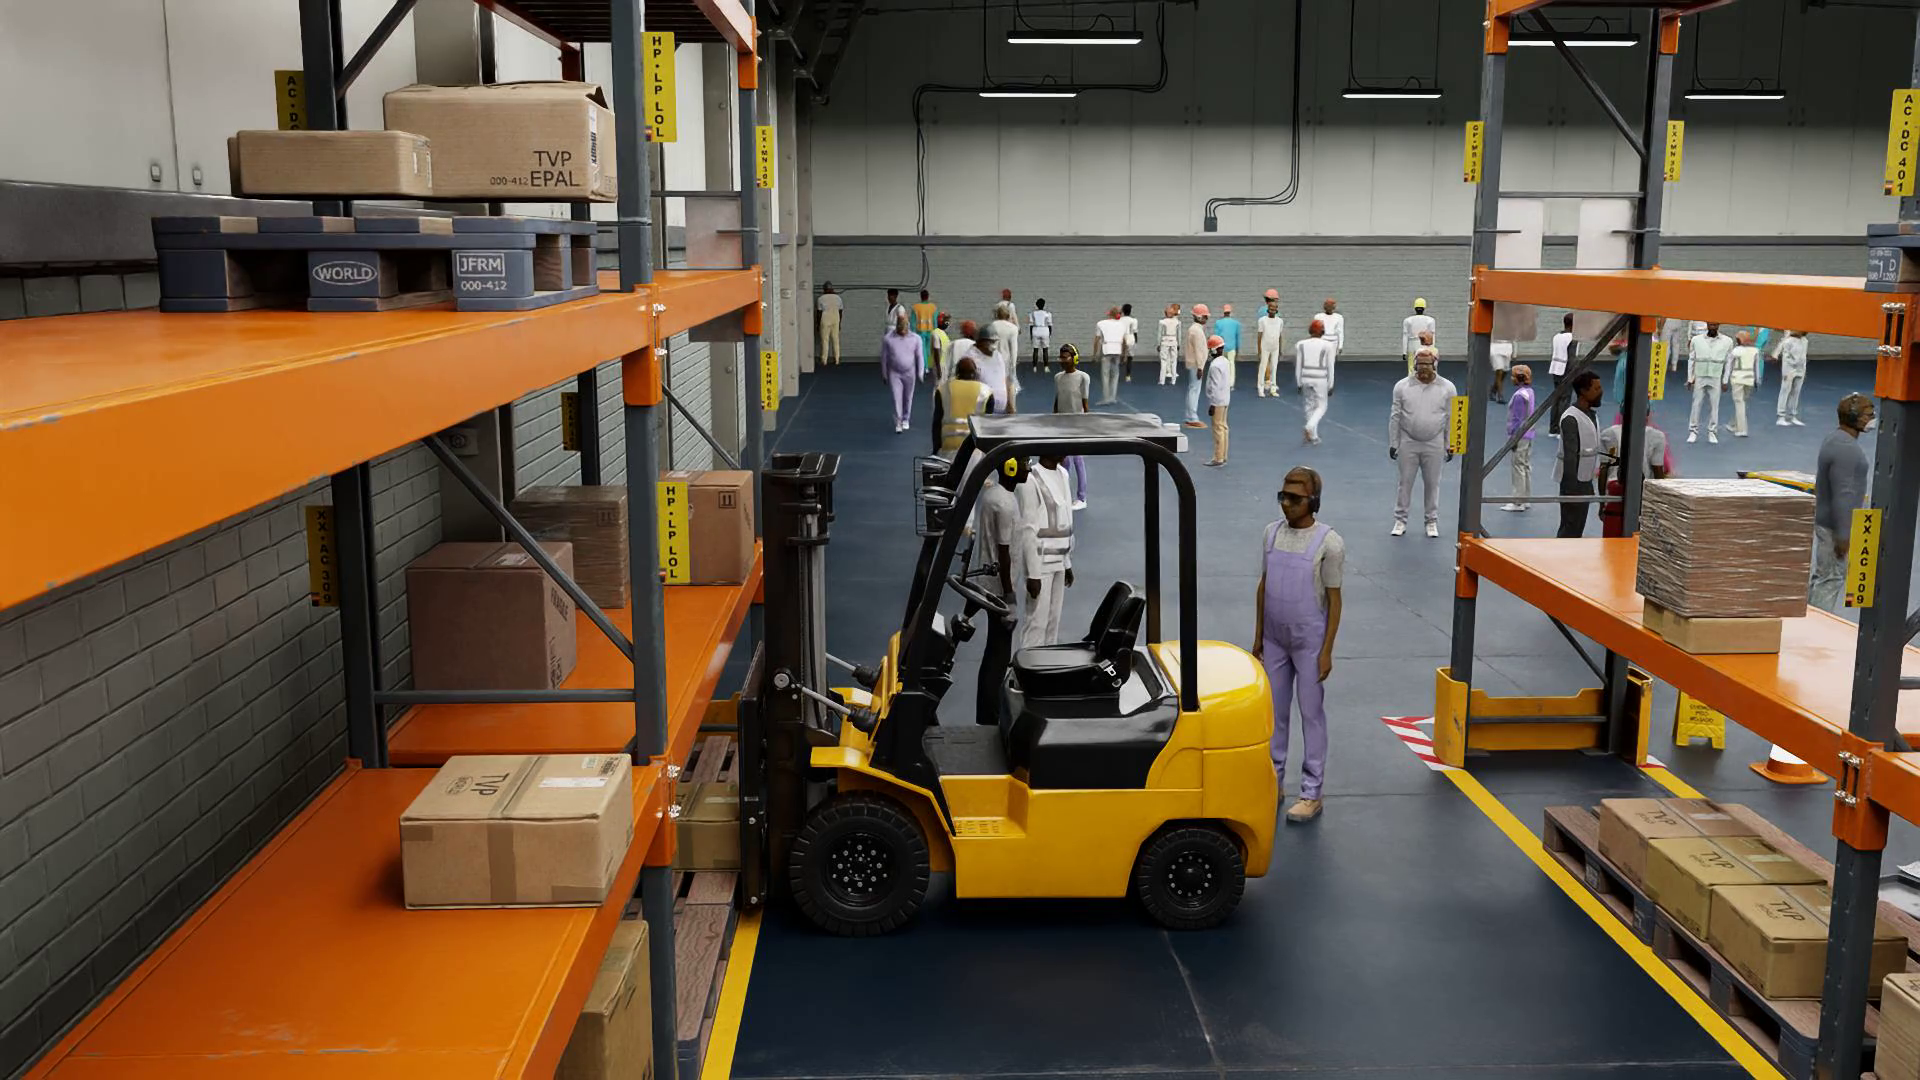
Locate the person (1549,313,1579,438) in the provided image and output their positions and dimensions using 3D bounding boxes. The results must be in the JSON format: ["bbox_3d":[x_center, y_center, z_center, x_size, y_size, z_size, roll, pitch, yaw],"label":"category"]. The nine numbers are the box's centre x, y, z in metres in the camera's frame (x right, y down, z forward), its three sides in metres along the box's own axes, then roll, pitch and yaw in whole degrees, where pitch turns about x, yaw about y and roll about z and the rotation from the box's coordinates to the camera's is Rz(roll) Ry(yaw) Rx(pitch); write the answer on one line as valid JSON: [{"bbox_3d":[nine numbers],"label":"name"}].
[{"bbox_3d":[9.216,-2.504,25.384,0.395,1.911,0.589,-1,10,-7],"label":"person"}]

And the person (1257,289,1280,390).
[{"bbox_3d":[6.242,-4.038,33.557,0.396,2.038,0.615,-4,11,-22],"label":"person"}]

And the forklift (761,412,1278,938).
[{"bbox_3d":[0.291,0.548,7.580,2.313,2.155,1.214,0,10,-2],"label":"forklift"}]

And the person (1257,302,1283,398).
[{"bbox_3d":[5.964,-3.654,31.980,0.505,1.839,0.344,-2,10,-12],"label":"person"}]

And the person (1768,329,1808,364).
[{"bbox_3d":[20.309,-5.236,40.679,1.052,1.894,0.638,0,10,-3],"label":"person"}]

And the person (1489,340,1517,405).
[{"bbox_3d":[10.032,-3.489,30.869,0.548,1.915,0.831,-1,10,-5],"label":"person"}]

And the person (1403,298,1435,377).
[{"bbox_3d":[8.622,-3.577,31.300,0.587,1.928,0.362,2,10,9],"label":"person"}]

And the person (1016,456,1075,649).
[{"bbox_3d":[0.560,0.166,10.573,0.355,1.884,0.575,5,11,25],"label":"person"}]

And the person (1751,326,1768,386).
[{"bbox_3d":[16.585,-4.116,34.572,0.353,1.837,0.511,8,13,39],"label":"person"}]

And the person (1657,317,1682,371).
[{"bbox_3d":[16.435,-4.946,38.613,0.674,2.000,0.535,-5,11,-24],"label":"person"}]

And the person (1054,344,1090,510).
[{"bbox_3d":[1.232,-1.259,18.594,0.503,1.862,0.329,9,13,39],"label":"person"}]

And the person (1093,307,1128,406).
[{"bbox_3d":[2.767,-3.362,30.466,0.654,1.805,0.486,-2,10,-10],"label":"person"}]

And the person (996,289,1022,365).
[{"bbox_3d":[1.181,-5.021,39.548,0.779,1.849,0.594,-7,13,-36],"label":"person"}]

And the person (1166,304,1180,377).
[{"bbox_3d":[4.725,-4.422,36.857,0.280,1.627,0.499,3,11,18],"label":"person"}]

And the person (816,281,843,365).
[{"bbox_3d":[-3.224,-5.293,40.544,0.682,2.000,0.537,-6,12,-31],"label":"person"}]

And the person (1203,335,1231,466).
[{"bbox_3d":[3.420,-1.854,22.198,0.339,1.747,0.564,5,11,24],"label":"person"}]

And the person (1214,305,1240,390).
[{"bbox_3d":[5.414,-3.921,33.836,0.596,1.697,0.912,-1,10,-7],"label":"person"}]

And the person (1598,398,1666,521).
[{"bbox_3d":[5.306,-0.281,13.173,0.508,1.845,0.345,7,12,34],"label":"person"}]

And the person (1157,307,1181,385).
[{"bbox_3d":[4.374,-4.054,34.789,0.524,1.632,0.315,-3,11,-15],"label":"person"}]

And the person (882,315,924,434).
[{"bbox_3d":[-0.898,-2.623,26.226,0.653,1.855,1.023,-1,10,-6],"label":"person"}]

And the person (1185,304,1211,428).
[{"bbox_3d":[3.826,-2.796,26.770,0.401,1.990,0.622,0,10,0],"label":"person"}]

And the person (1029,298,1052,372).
[{"bbox_3d":[1.849,-4.680,38.089,0.536,1.697,0.318,2,10,10],"label":"person"}]

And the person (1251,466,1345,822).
[{"bbox_3d":[1.736,0.532,8.642,0.346,1.847,0.507,-10,14,-43],"label":"person"}]

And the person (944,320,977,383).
[{"bbox_3d":[-0.012,-2.330,24.626,0.600,1.843,0.918,8,13,39],"label":"person"}]

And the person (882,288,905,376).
[{"bbox_3d":[-1.468,-4.582,36.787,0.364,1.967,0.605,-8,13,-37],"label":"person"}]

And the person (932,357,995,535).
[{"bbox_3d":[0.036,-0.976,17.147,0.640,1.806,0.726,0,10,0],"label":"person"}]

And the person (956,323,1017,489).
[{"bbox_3d":[0.348,-1.637,20.182,0.699,2.000,0.643,-10,14,-43],"label":"person"}]

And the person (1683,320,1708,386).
[{"bbox_3d":[15.337,-4.145,34.407,0.384,1.948,0.605,-7,12,-33],"label":"person"}]

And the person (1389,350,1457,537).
[{"bbox_3d":[4.682,-0.974,16.863,0.649,1.906,0.401,3,11,15],"label":"person"}]

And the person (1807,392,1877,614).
[{"bbox_3d":[6.224,-0.080,11.792,0.352,1.937,0.635,4,11,22],"label":"person"}]

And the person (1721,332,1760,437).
[{"bbox_3d":[12.029,-2.417,25.745,0.550,1.595,0.828,-2,10,-9],"label":"person"}]

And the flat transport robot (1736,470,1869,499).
[{"bbox_3d":[9.894,-0.650,19.611,0.652,0.197,1.431,-3,11,-17],"label":"flat transport robot"}]

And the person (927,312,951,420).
[{"bbox_3d":[-0.333,-2.825,27.361,0.389,1.837,0.563,2,10,8],"label":"person"}]

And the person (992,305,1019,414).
[{"bbox_3d":[0.736,-3.004,28.139,0.643,1.910,0.763,5,11,26],"label":"person"}]

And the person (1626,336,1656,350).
[{"bbox_3d":[10.336,-2.524,25.431,0.640,1.929,0.591,-3,11,-15],"label":"person"}]

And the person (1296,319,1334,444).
[{"bbox_3d":[5.195,-2.310,24.431,0.578,1.867,0.634,7,12,33],"label":"person"}]

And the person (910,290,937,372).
[{"bbox_3d":[-0.830,-4.797,38.271,0.607,1.870,0.995,-3,10,-14],"label":"person"}]

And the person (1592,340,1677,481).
[{"bbox_3d":[8.419,-1.666,20.715,1.099,1.925,0.655,4,11,22],"label":"person"}]

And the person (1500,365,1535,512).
[{"bbox_3d":[6.233,-1.130,18.506,0.313,1.632,0.521,6,12,31],"label":"person"}]

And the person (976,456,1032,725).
[{"bbox_3d":[0.258,0.313,9.840,0.328,1.861,0.506,-1,10,-7],"label":"person"}]

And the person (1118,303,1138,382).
[{"bbox_3d":[3.528,-4.202,35.470,0.539,1.683,0.444,5,12,28],"label":"person"}]

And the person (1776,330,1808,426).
[{"bbox_3d":[13.621,-2.734,27.126,0.492,1.740,0.324,-4,11,-20],"label":"person"}]

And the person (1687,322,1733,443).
[{"bbox_3d":[11.152,-2.401,24.779,0.593,1.920,0.391,4,11,21],"label":"person"}]

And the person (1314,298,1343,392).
[{"bbox_3d":[7.252,-3.815,32.802,0.585,1.862,0.770,2,10,12],"label":"person"}]

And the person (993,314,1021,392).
[{"bbox_3d":[0.792,-3.602,32.377,0.845,1.599,0.508,-2,10,-9],"label":"person"}]

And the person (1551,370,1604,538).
[{"bbox_3d":[5.207,-0.474,14.034,0.392,1.922,0.591,7,12,33],"label":"person"}]

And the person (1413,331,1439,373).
[{"bbox_3d":[7.152,-2.400,25.572,0.520,1.632,0.313,-8,13,-37],"label":"person"}]
